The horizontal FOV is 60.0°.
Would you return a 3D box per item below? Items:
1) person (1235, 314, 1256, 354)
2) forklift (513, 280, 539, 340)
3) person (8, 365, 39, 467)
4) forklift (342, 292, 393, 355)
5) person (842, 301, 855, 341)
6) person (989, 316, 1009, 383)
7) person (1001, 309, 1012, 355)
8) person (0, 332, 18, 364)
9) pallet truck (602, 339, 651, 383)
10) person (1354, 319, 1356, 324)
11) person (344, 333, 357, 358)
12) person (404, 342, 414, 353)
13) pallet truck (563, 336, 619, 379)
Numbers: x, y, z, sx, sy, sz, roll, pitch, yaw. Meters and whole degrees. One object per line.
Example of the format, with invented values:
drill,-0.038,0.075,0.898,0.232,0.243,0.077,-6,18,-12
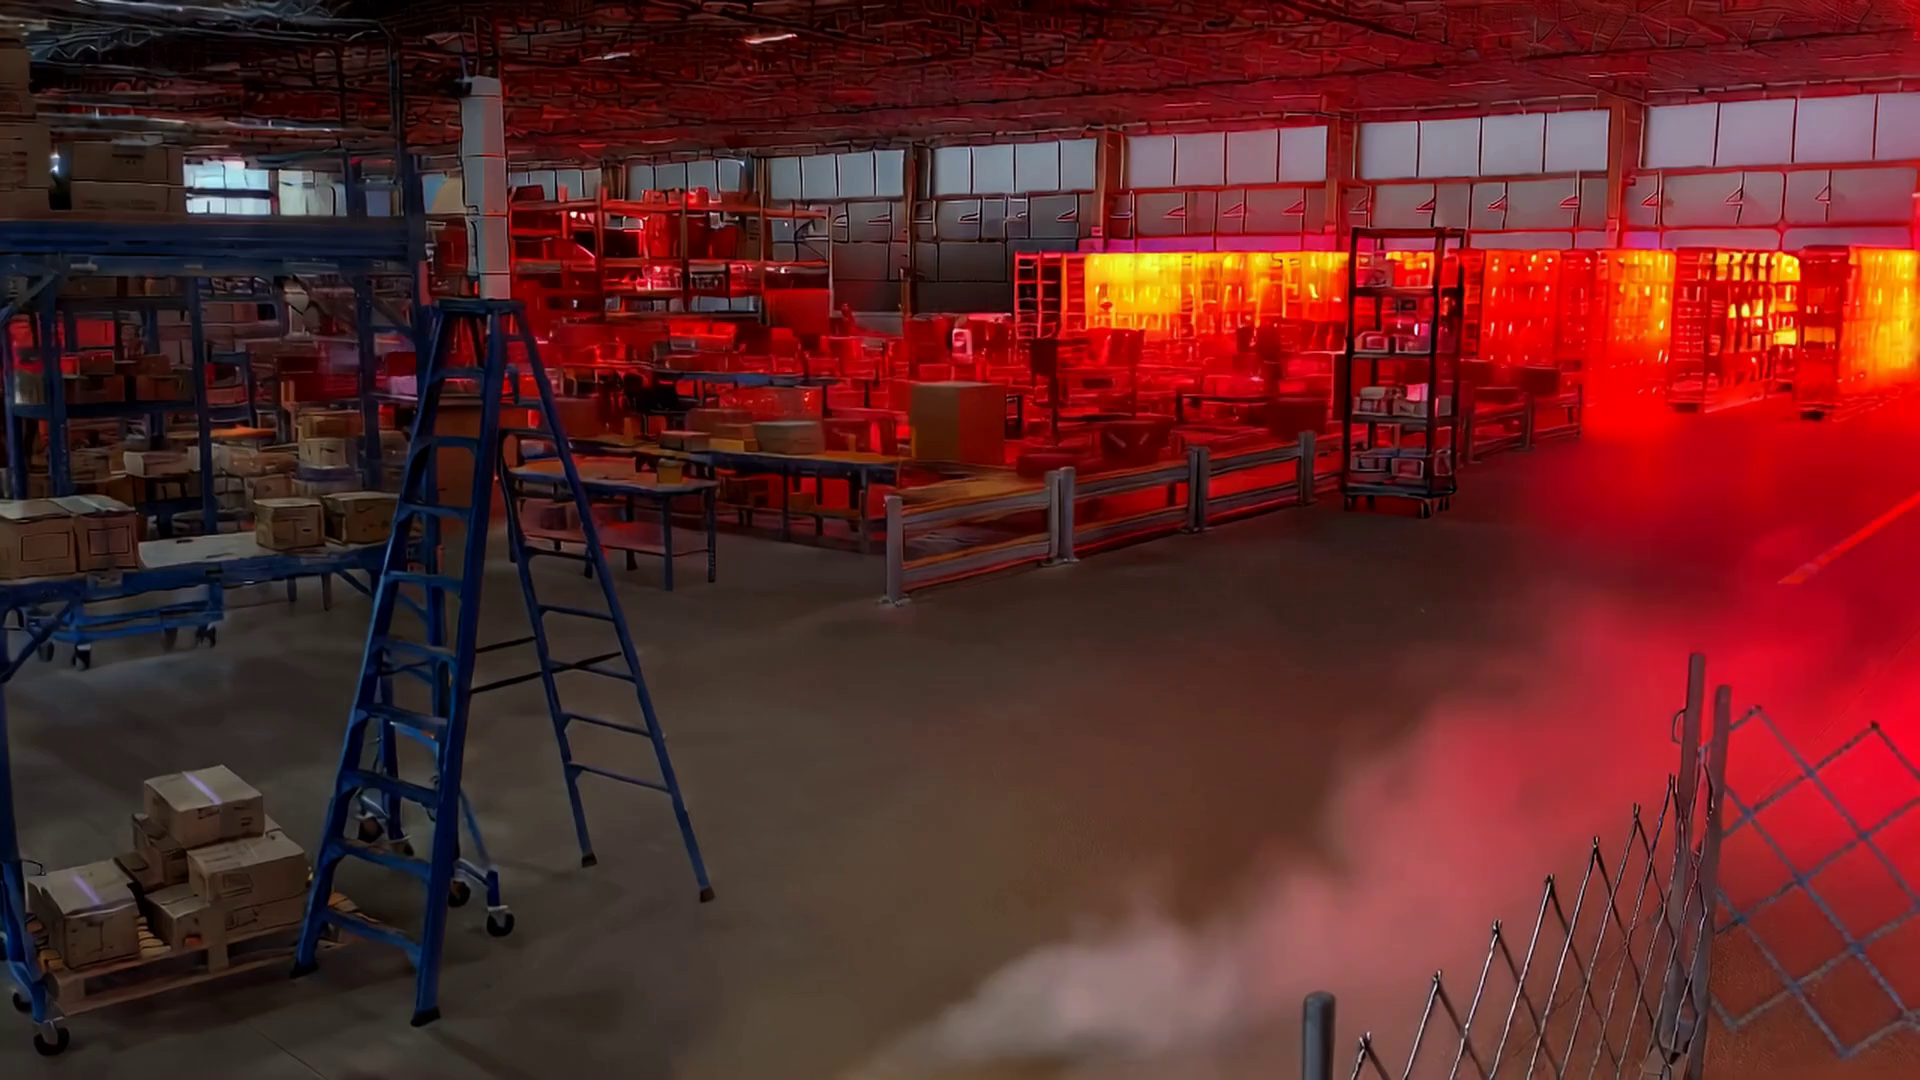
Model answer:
person,7.445,-4.863,43.137,0.625,1.992,0.389,4,10,23
forklift,-13.883,-6.901,53.103,1.129,2.768,1.873,7,11,37
person,-11.997,-1.305,21.320,0.329,1.872,0.510,-5,10,-26
forklift,-16.485,-5.622,45.120,1.129,2.768,1.873,7,11,37
person,-4.574,-8.934,68.783,0.635,1.919,0.642,-8,12,-40
person,1.103,-5.323,46.418,0.642,1.866,0.878,-4,10,-21
person,1.697,-7.714,61.747,0.480,1.734,0.333,1,9,9
person,-21.336,-3.784,37.016,0.626,1.788,0.889,8,12,40
pallet truck,-8.991,-4.871,45.351,0.653,1.274,1.630,7,11,37
person,11.327,-5.603,48.362,0.603,1.832,0.450,5,10,28
person,-15.345,-4.539,42.118,0.685,1.673,0.535,-2,9,-11
person,-15.697,-5.408,47.712,0.719,1.602,0.535,-7,11,-36
pallet truck,-10.690,-5.294,48.215,1.601,1.201,0.680,-5,10,-26
